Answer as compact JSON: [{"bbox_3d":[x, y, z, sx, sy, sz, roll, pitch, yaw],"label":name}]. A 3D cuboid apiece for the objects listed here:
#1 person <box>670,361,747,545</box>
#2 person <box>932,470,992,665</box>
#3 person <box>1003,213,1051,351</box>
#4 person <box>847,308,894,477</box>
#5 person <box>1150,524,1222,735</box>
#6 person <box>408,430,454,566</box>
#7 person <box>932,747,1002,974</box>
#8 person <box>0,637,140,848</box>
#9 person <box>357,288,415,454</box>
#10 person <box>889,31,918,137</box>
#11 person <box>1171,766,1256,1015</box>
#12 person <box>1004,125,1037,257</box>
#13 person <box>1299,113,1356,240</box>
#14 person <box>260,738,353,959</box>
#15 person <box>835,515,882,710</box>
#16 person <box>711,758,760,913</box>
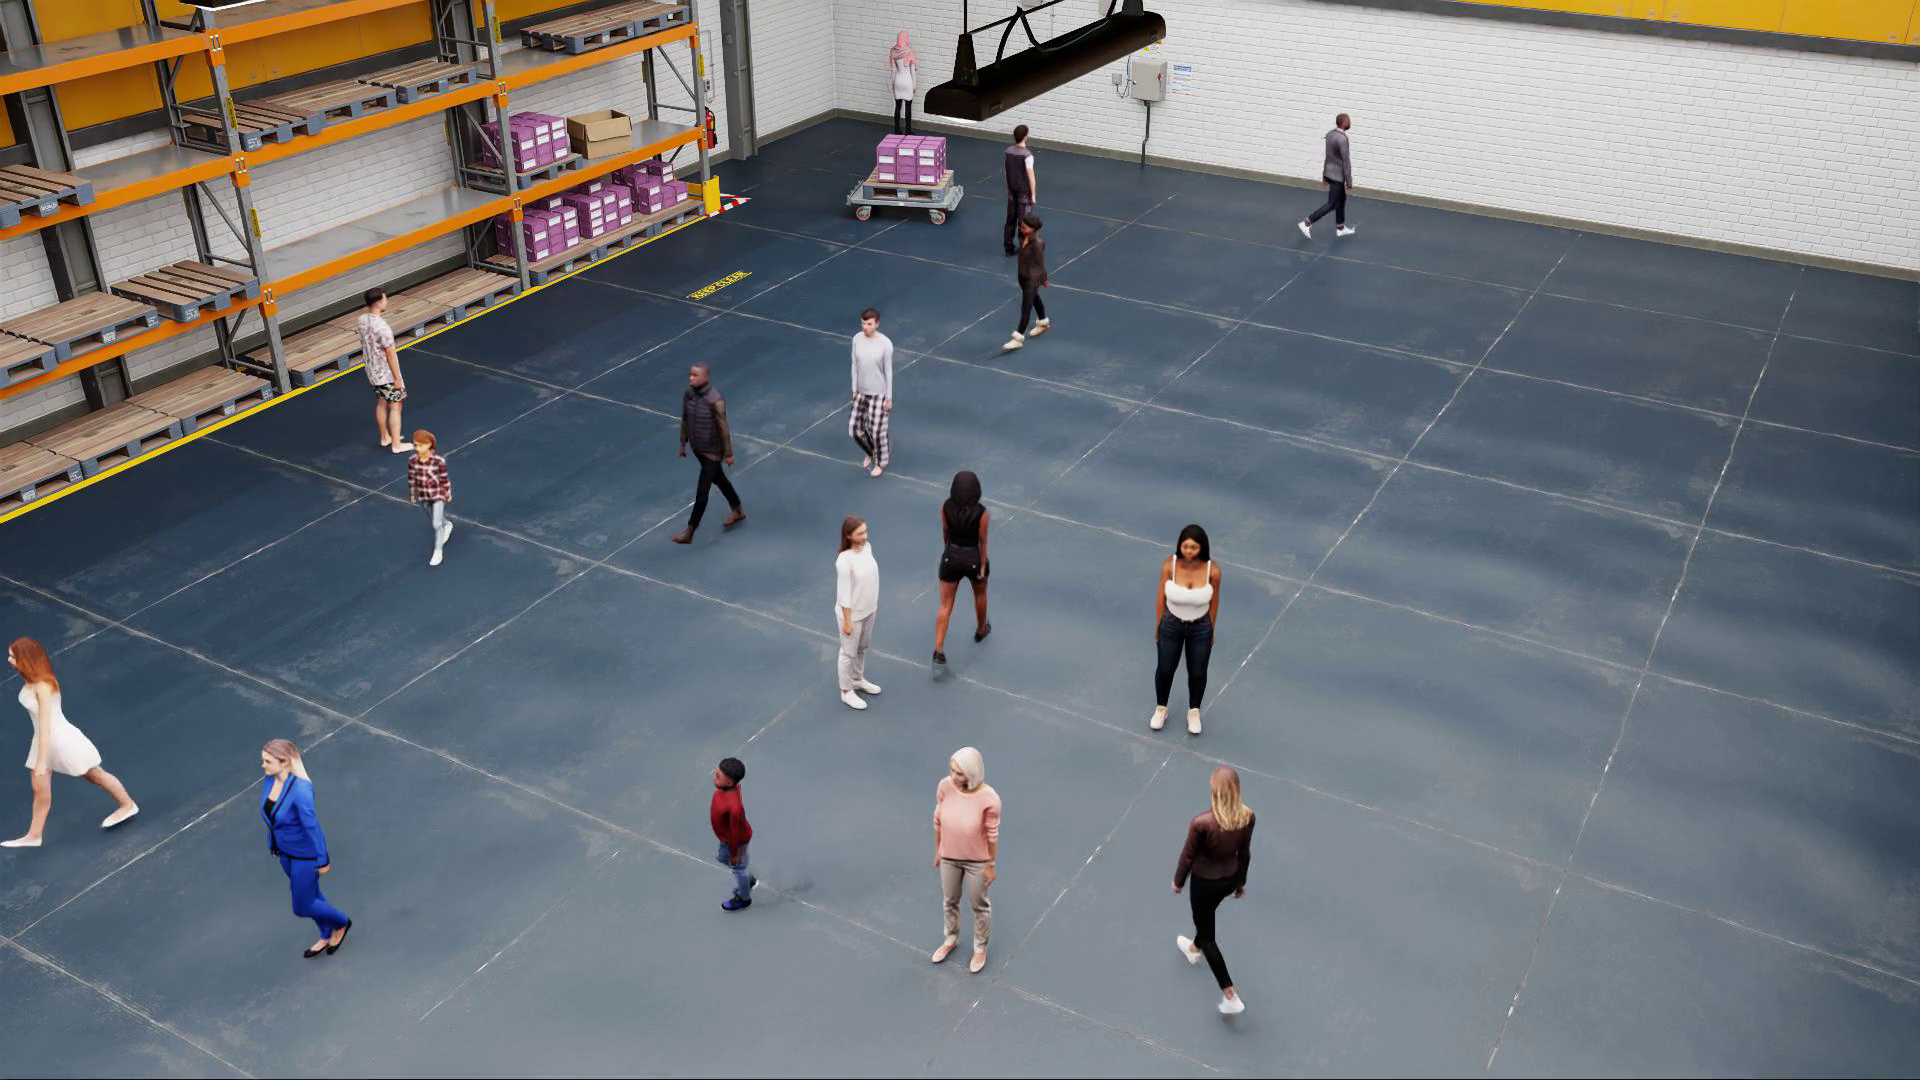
[{"bbox_3d":[-2.339,-0.863,15.910,1.255,1.781,0.927,-25,38,-38],"label":"person"},{"bbox_3d":[-0.010,0.263,13.925,0.751,1.705,1.173,8,30,15],"label":"person"},{"bbox_3d":[0.732,-3.151,20.241,1.171,1.650,0.936,18,33,29],"label":"person"},{"bbox_3d":[-0.860,-1.552,17.117,0.667,1.835,0.699,12,31,21],"label":"person"},{"bbox_3d":[1.766,0.684,13.045,0.719,1.809,0.716,5,29,9],"label":"person"},{"bbox_3d":[-4.966,-0.468,15.702,0.762,1.288,0.979,4,29,7],"label":"person"},{"bbox_3d":[0.044,2.017,10.689,0.619,1.724,0.543,12,31,22],"label":"person"},{"bbox_3d":[-6.320,1.422,11.846,1.194,1.661,0.825,-23,36,-36],"label":"person"},{"bbox_3d":[-6.116,-1.794,17.585,0.702,1.811,0.623,21,35,33],"label":"person"},{"bbox_3d":[-0.973,-7.870,28.733,0.665,1.803,0.641,9,30,16],"label":"person"},{"bbox_3d":[1.617,2.204,10.397,1.105,1.675,1.062,-13,31,-23],"label":"person"},{"bbox_3d":[0.826,-4.844,23.137,0.705,1.848,0.639,22,36,35],"label":"person"},{"bbox_3d":[5.299,-5.171,23.797,1.163,1.791,1.183,-3,29,-5],"label":"person"},{"bbox_3d":[-4.193,1.981,10.794,0.677,1.688,0.650,21,35,33],"label":"person"},{"bbox_3d":[-0.839,0.551,13.414,0.669,1.688,0.470,14,31,23],"label":"person"},{"bbox_3d":[-1.474,1.977,11.260,0.664,1.249,0.606,-8,30,-14],"label":"person"}]
